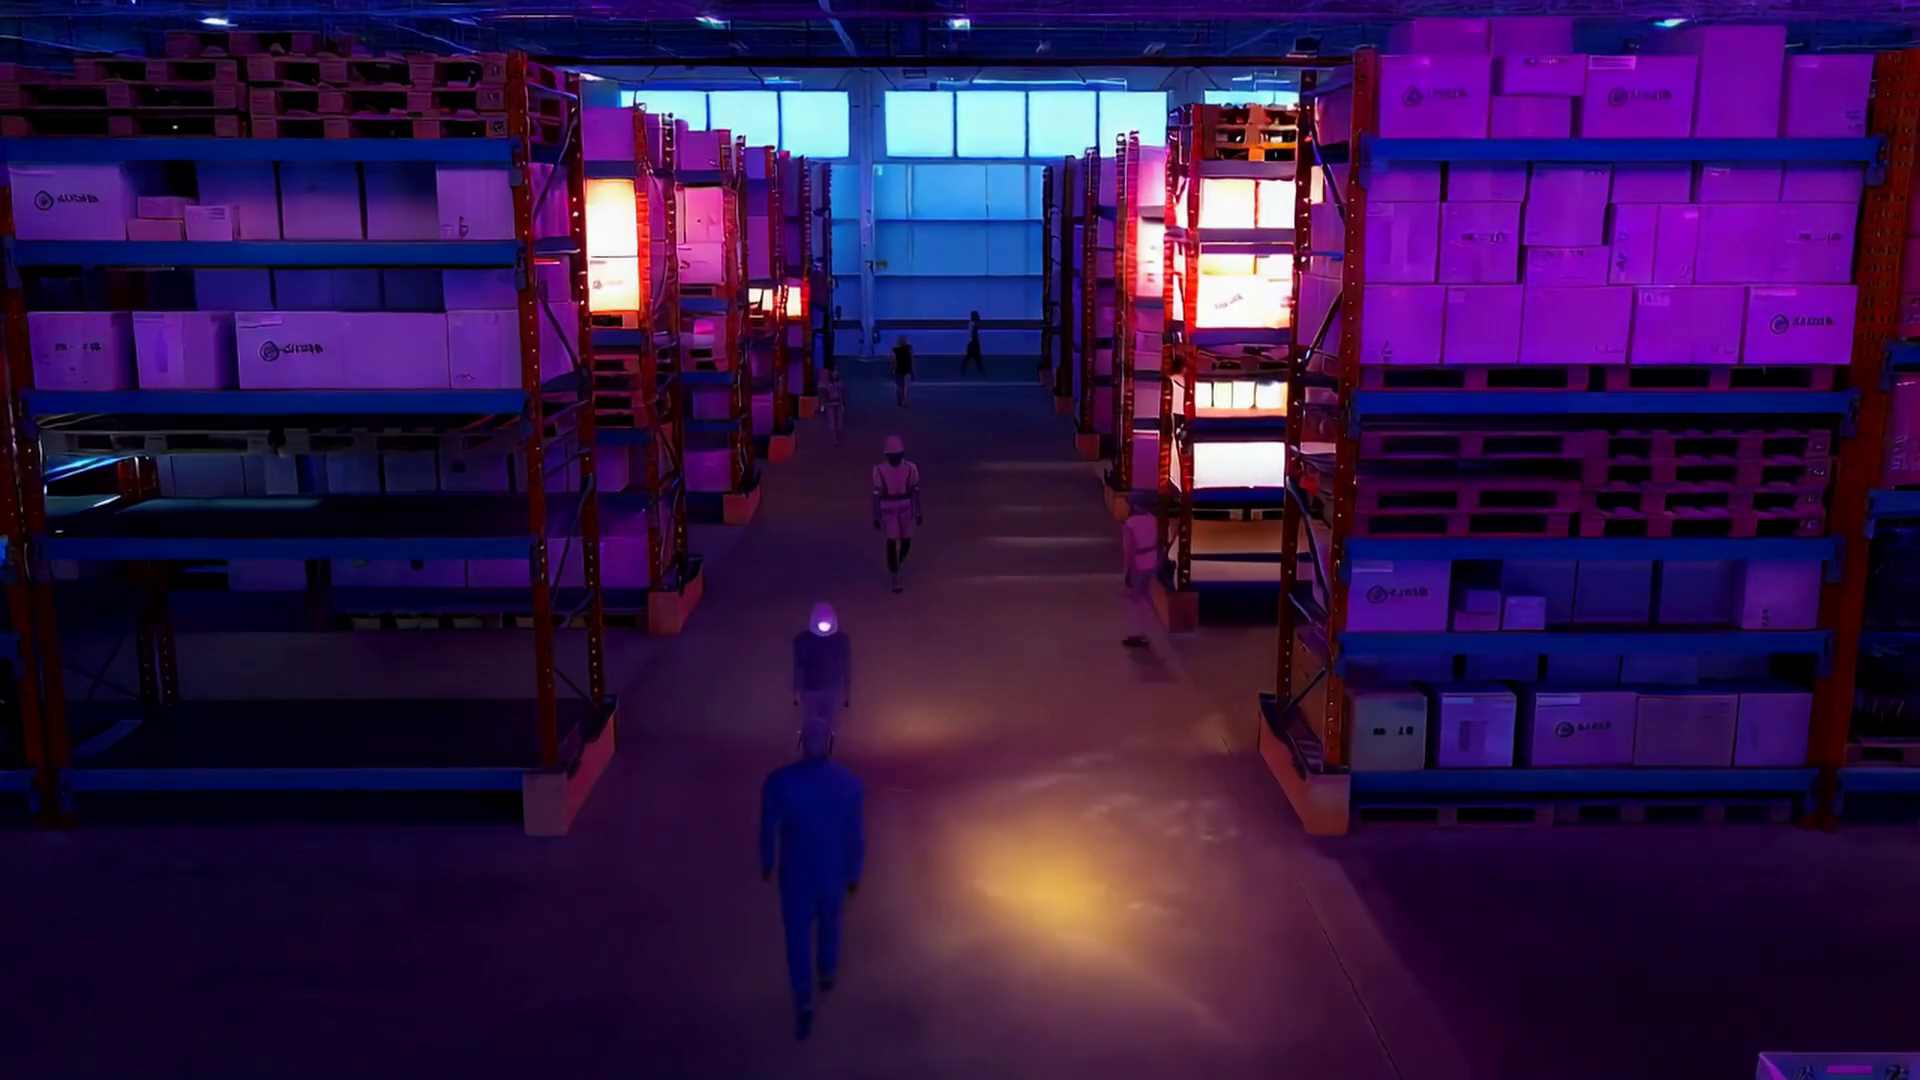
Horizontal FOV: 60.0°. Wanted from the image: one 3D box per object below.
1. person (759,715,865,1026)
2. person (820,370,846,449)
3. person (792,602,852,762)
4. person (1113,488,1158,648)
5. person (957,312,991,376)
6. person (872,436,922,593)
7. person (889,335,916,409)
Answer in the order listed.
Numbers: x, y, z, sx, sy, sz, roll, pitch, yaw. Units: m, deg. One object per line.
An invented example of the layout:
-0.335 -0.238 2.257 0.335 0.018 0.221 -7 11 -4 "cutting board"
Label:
-0.914 2.009 10.262 0.652 1.868 0.945 -1 11 -4 "person"
-2.577 -2.647 33.961 0.542 1.615 0.647 -3 12 -13 "person"
-1.184 1.315 14.313 0.518 1.617 0.371 -1 11 -5 "person"
1.992 0.318 18.742 0.452 1.822 0.568 9 15 39 "person"
0.392 -5.737 48.665 1.033 1.868 0.603 -2 12 -10 "person"
-0.826 -0.365 21.655 0.627 2.017 0.842 -3 12 -13 "person"
-1.406 -4.132 40.905 0.648 1.791 0.977 0 11 1 "person"
